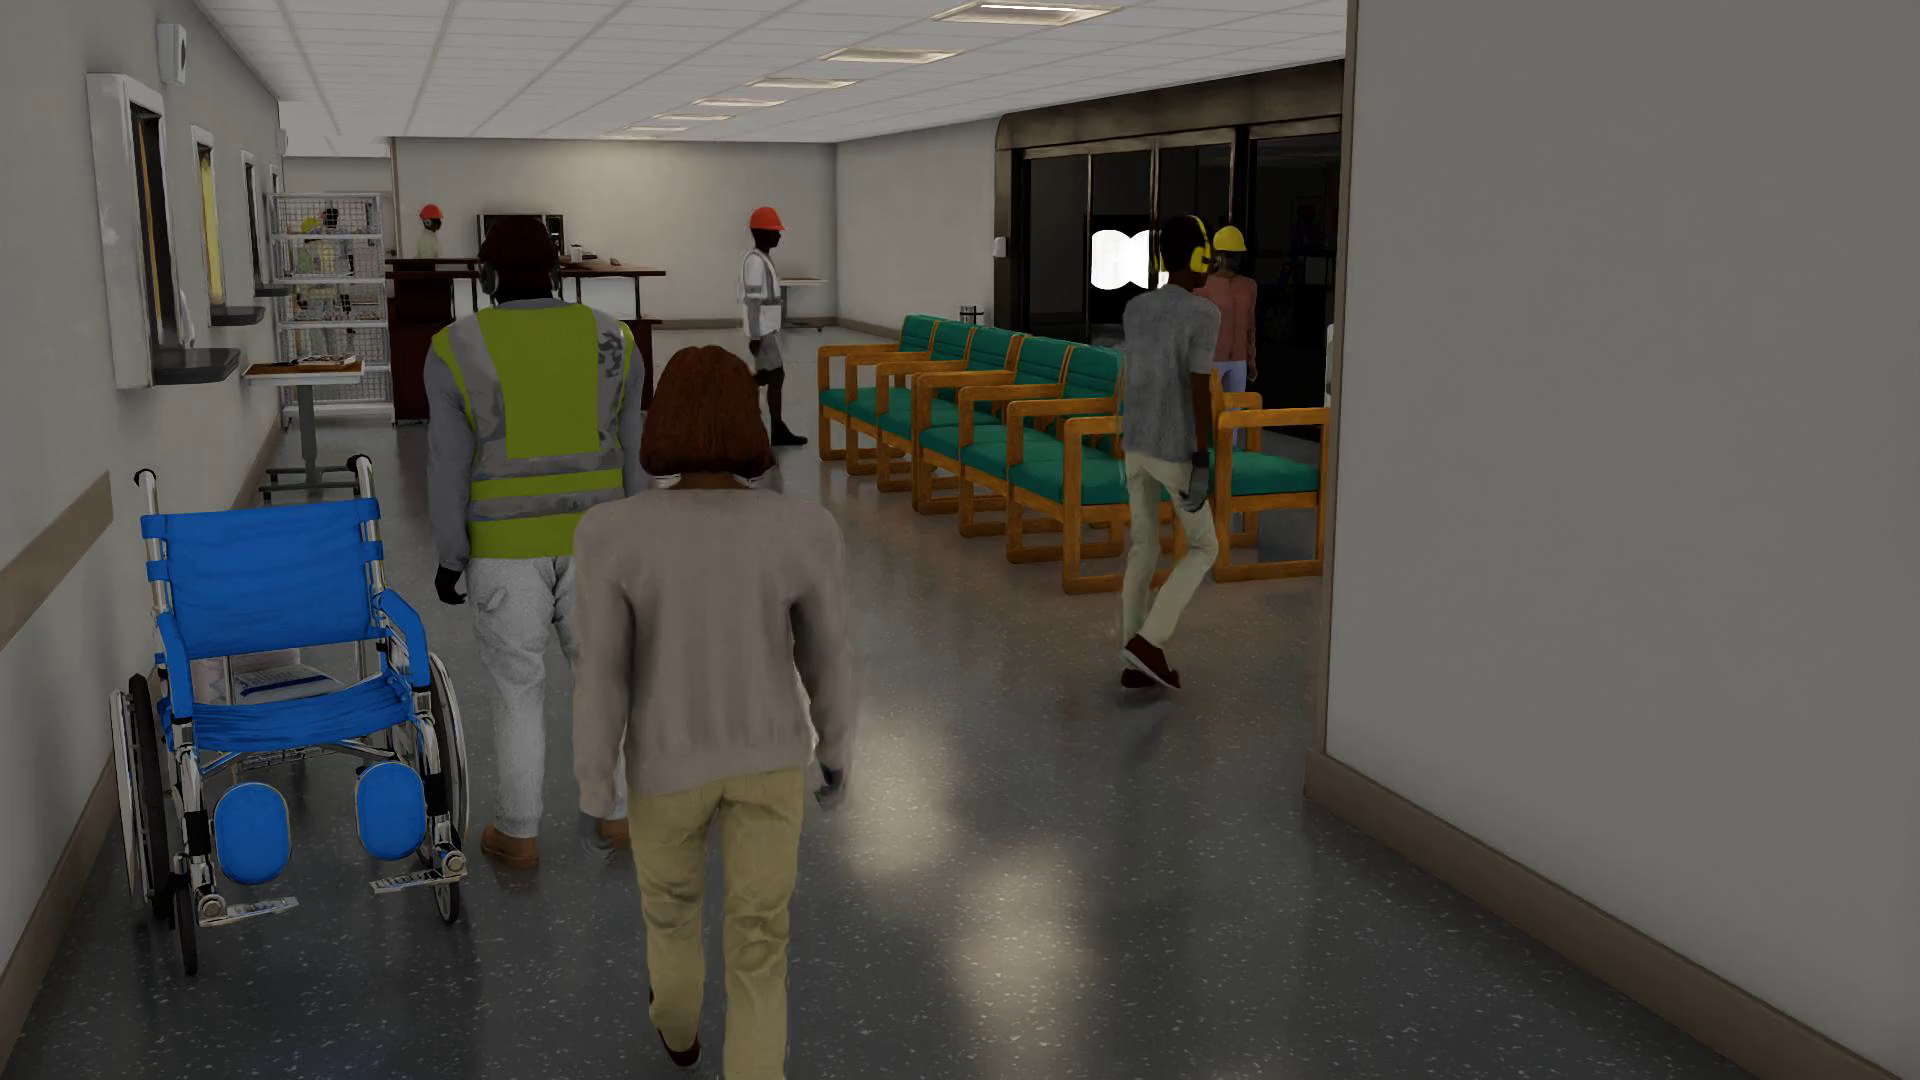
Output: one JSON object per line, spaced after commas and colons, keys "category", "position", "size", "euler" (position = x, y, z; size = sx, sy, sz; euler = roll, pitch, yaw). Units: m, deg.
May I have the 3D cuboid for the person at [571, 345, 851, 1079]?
{"category": "person", "position": [-0.470, 0.422, 3.219], "size": [0.528, 1.583, 0.852], "euler": [-2, 11, -11]}

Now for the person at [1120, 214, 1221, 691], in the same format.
{"category": "person", "position": [0.790, -0.314, 6.384], "size": [0.432, 1.844, 0.517], "euler": [-10, 15, -41]}

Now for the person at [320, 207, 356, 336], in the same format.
{"category": "person", "position": [-9.607, -4.117, 25.559], "size": [0.613, 1.963, 0.361], "euler": [-3, 11, -16]}

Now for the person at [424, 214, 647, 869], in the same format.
{"category": "person", "position": [-1.189, 0.013, 4.712], "size": [0.619, 1.838, 0.430], "euler": [-6, 13, -30]}

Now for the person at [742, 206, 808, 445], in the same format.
{"category": "person", "position": [-1.665, -1.703, 13.340], "size": [0.799, 1.916, 0.547], "euler": [0, 11, 2]}

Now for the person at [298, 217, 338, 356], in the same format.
{"category": "person", "position": [-7.692, -2.938, 19.903], "size": [0.406, 1.821, 0.600], "euler": [3, 12, 17]}

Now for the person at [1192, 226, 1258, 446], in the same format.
{"category": "person", "position": [1.762, -1.191, 11.068], "size": [0.525, 1.769, 0.316], "euler": [-6, 13, -28]}
